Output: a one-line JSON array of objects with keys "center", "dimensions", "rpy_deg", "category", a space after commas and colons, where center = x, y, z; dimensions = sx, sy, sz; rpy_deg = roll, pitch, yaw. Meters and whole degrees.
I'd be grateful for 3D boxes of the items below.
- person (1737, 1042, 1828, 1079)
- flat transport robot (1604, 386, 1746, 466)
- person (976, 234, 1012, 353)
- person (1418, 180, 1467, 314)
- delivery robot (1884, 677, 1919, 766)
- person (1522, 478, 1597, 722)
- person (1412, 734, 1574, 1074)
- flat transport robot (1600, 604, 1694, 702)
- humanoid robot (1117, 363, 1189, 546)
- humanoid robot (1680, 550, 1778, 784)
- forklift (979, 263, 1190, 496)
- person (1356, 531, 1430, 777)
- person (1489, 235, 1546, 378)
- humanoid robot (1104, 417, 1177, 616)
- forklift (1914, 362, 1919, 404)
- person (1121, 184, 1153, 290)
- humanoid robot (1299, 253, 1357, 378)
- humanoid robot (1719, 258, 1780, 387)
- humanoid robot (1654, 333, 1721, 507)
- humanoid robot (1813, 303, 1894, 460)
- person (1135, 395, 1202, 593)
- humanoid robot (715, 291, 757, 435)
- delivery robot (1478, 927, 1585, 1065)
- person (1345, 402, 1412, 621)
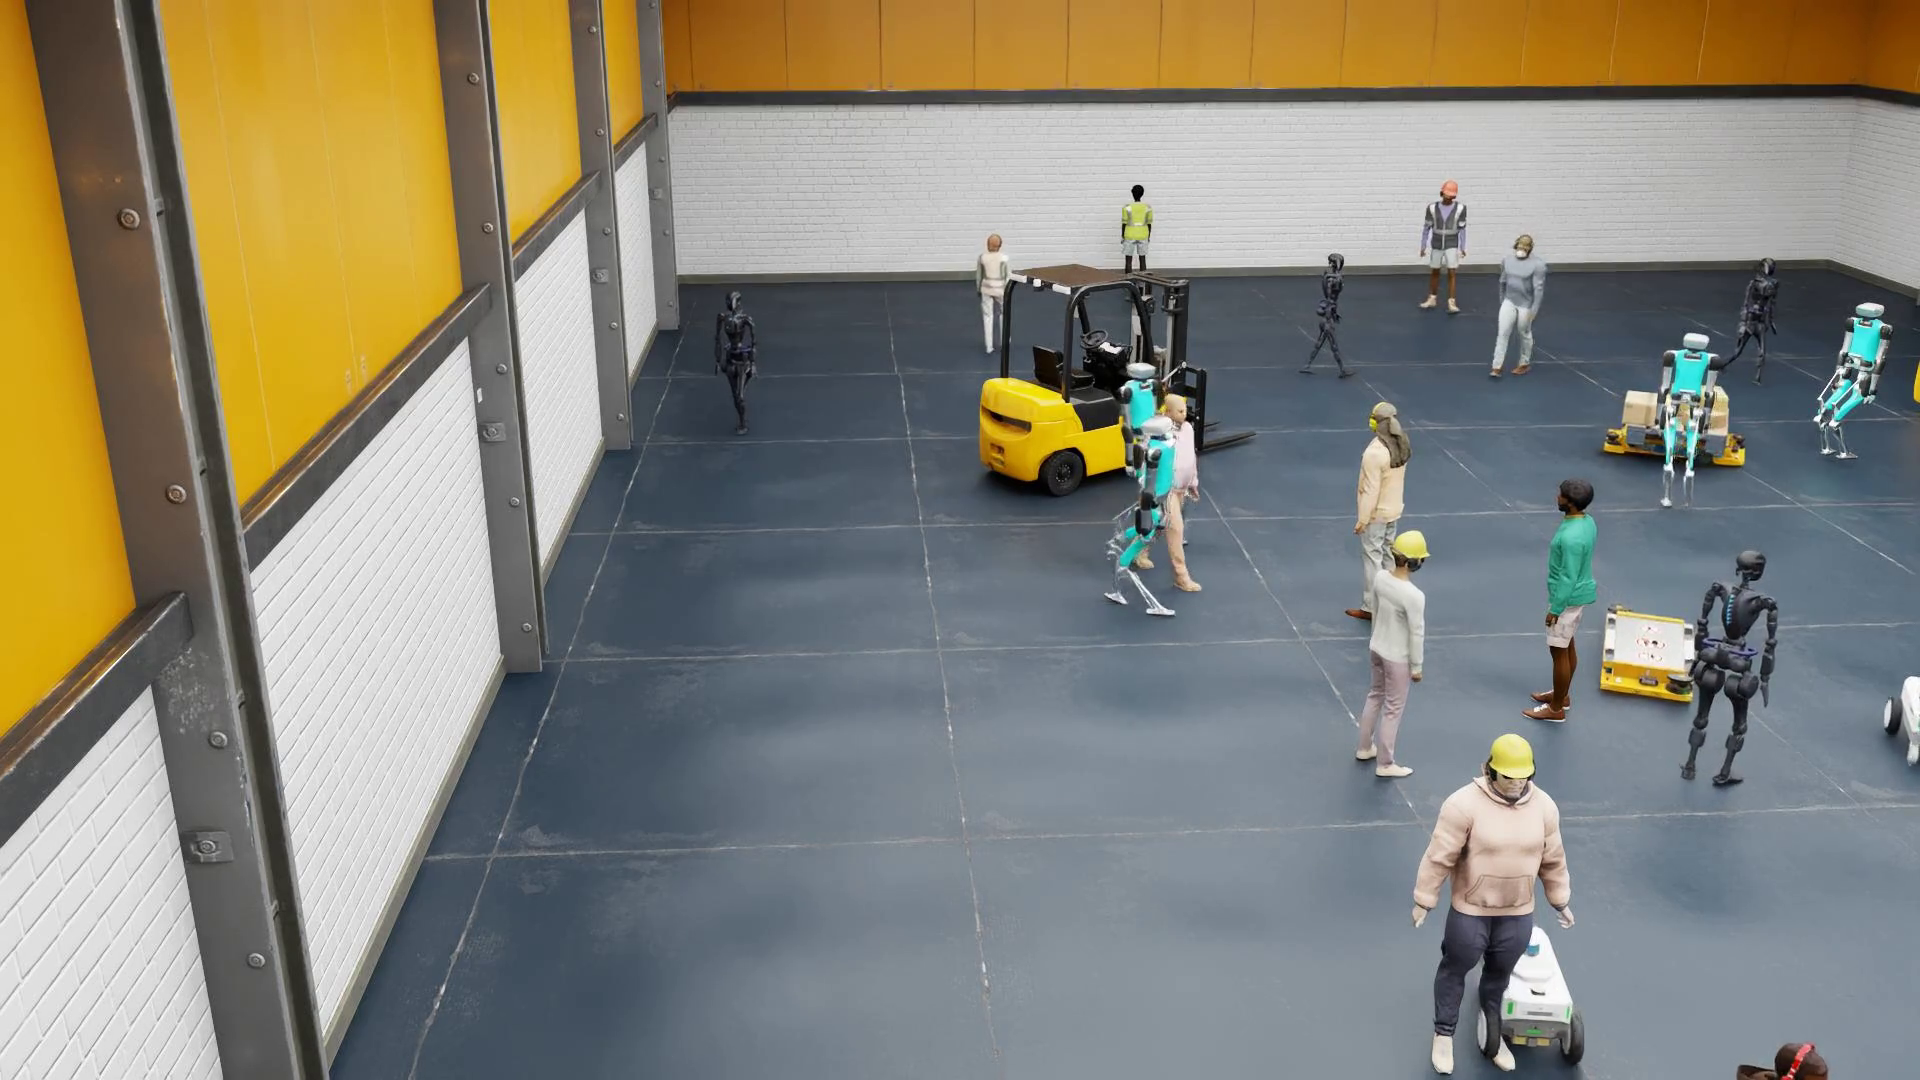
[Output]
[{"center": [3.099, 2.630, 6.466], "dimensions": [0.460, 1.646, 0.315], "rpy_deg": [-14, 25, -34], "category": "person"}, {"center": [7.976, -1.074, 18.553], "dimensions": [1.431, 0.231, 0.659], "rpy_deg": [9, 22, 23], "category": "flat transport robot"}, {"center": [0.491, -3.432, 23.016], "dimensions": [0.549, 1.603, 0.767], "rpy_deg": [5, 21, 14], "category": "person"}, {"center": [7.349, -4.445, 25.233], "dimensions": [0.708, 2.010, 0.658], "rpy_deg": [8, 22, 21], "category": "person"}, {"center": [6.903, 1.262, 11.802], "dimensions": [0.499, 0.614, 0.803], "rpy_deg": [8, 21, 20], "category": "delivery robot"}, {"center": [4.430, 0.438, 12.139], "dimensions": [0.395, 1.851, 0.494], "rpy_deg": [12, 23, 29], "category": "person"}, {"center": [2.674, 1.807, 8.384], "dimensions": [0.805, 1.868, 0.409], "rpy_deg": [-1, 20, -2], "category": "person"}, {"center": [5.462, 0.888, 13.208], "dimensions": [0.659, 0.231, 1.431], "rpy_deg": [8, 22, 20], "category": "flat transport robot"}, {"center": [1.930, -0.733, 15.619], "dimensions": [0.977, 1.766, 0.542], "rpy_deg": [18, 27, 40], "category": "humanoid robot"}, {"center": [5.195, 0.867, 11.254], "dimensions": [0.416, 1.643, 0.589], "rpy_deg": [-14, 25, -34], "category": "humanoid robot"}, {"center": [1.315, -1.764, 17.646], "dimensions": [2.313, 2.155, 1.214], "rpy_deg": [-14, 24, -33], "category": "forklift"}, {"center": [2.985, 0.774, 11.361], "dimensions": [0.339, 1.757, 0.520], "rpy_deg": [-7, 21, -18], "category": "person"}, {"center": [7.203, -3.015, 21.490], "dimensions": [0.651, 1.882, 0.994], "rpy_deg": [17, 26, 39], "category": "person"}, {"center": [1.423, -0.206, 14.087], "dimensions": [0.880, 1.781, 0.542], "rpy_deg": [9, 22, 23], "category": "humanoid robot"}, {"center": [12.602, -2.435, 19.475], "dimensions": [2.313, 2.155, 1.214], "rpy_deg": [-1, 20, -4], "category": "forklift"}, {"center": [2.846, -4.887, 26.882], "dimensions": [0.530, 1.691, 0.322], "rpy_deg": [-3, 20, -9], "category": "person"}, {"center": [4.841, -2.919, 21.599], "dimensions": [0.770, 1.627, 0.608], "rpy_deg": [8, 21, 20], "category": "humanoid robot"}, {"center": [10.176, -2.834, 21.357], "dimensions": [0.603, 1.632, 0.736], "rpy_deg": [-8, 22, -20], "category": "humanoid robot"}, {"center": [7.193, -1.107, 16.547], "dimensions": [0.535, 1.819, 0.679], "rpy_deg": [7, 21, 18], "category": "humanoid robot"}, {"center": [9.523, -1.694, 17.914], "dimensions": [0.735, 1.680, 0.533], "rpy_deg": [-9, 22, -24], "category": "humanoid robot"}, {"center": [1.833, -0.470, 14.775], "dimensions": [0.522, 1.747, 0.915], "rpy_deg": [-17, 26, -39], "category": "person"}, {"center": [-2.593, -2.054, 19.193], "dimensions": [0.590, 1.640, 0.557], "rpy_deg": [10, 22, 25], "category": "humanoid robot"}, {"center": [2.975, 2.376, 8.763], "dimensions": [0.499, 0.611, 0.815], "rpy_deg": [2, 20, 6], "category": "delivery robot"}, {"center": [3.526, -0.234, 13.937], "dimensions": [0.390, 1.874, 0.556], "rpy_deg": [19, 27, 41], "category": "person"}]
